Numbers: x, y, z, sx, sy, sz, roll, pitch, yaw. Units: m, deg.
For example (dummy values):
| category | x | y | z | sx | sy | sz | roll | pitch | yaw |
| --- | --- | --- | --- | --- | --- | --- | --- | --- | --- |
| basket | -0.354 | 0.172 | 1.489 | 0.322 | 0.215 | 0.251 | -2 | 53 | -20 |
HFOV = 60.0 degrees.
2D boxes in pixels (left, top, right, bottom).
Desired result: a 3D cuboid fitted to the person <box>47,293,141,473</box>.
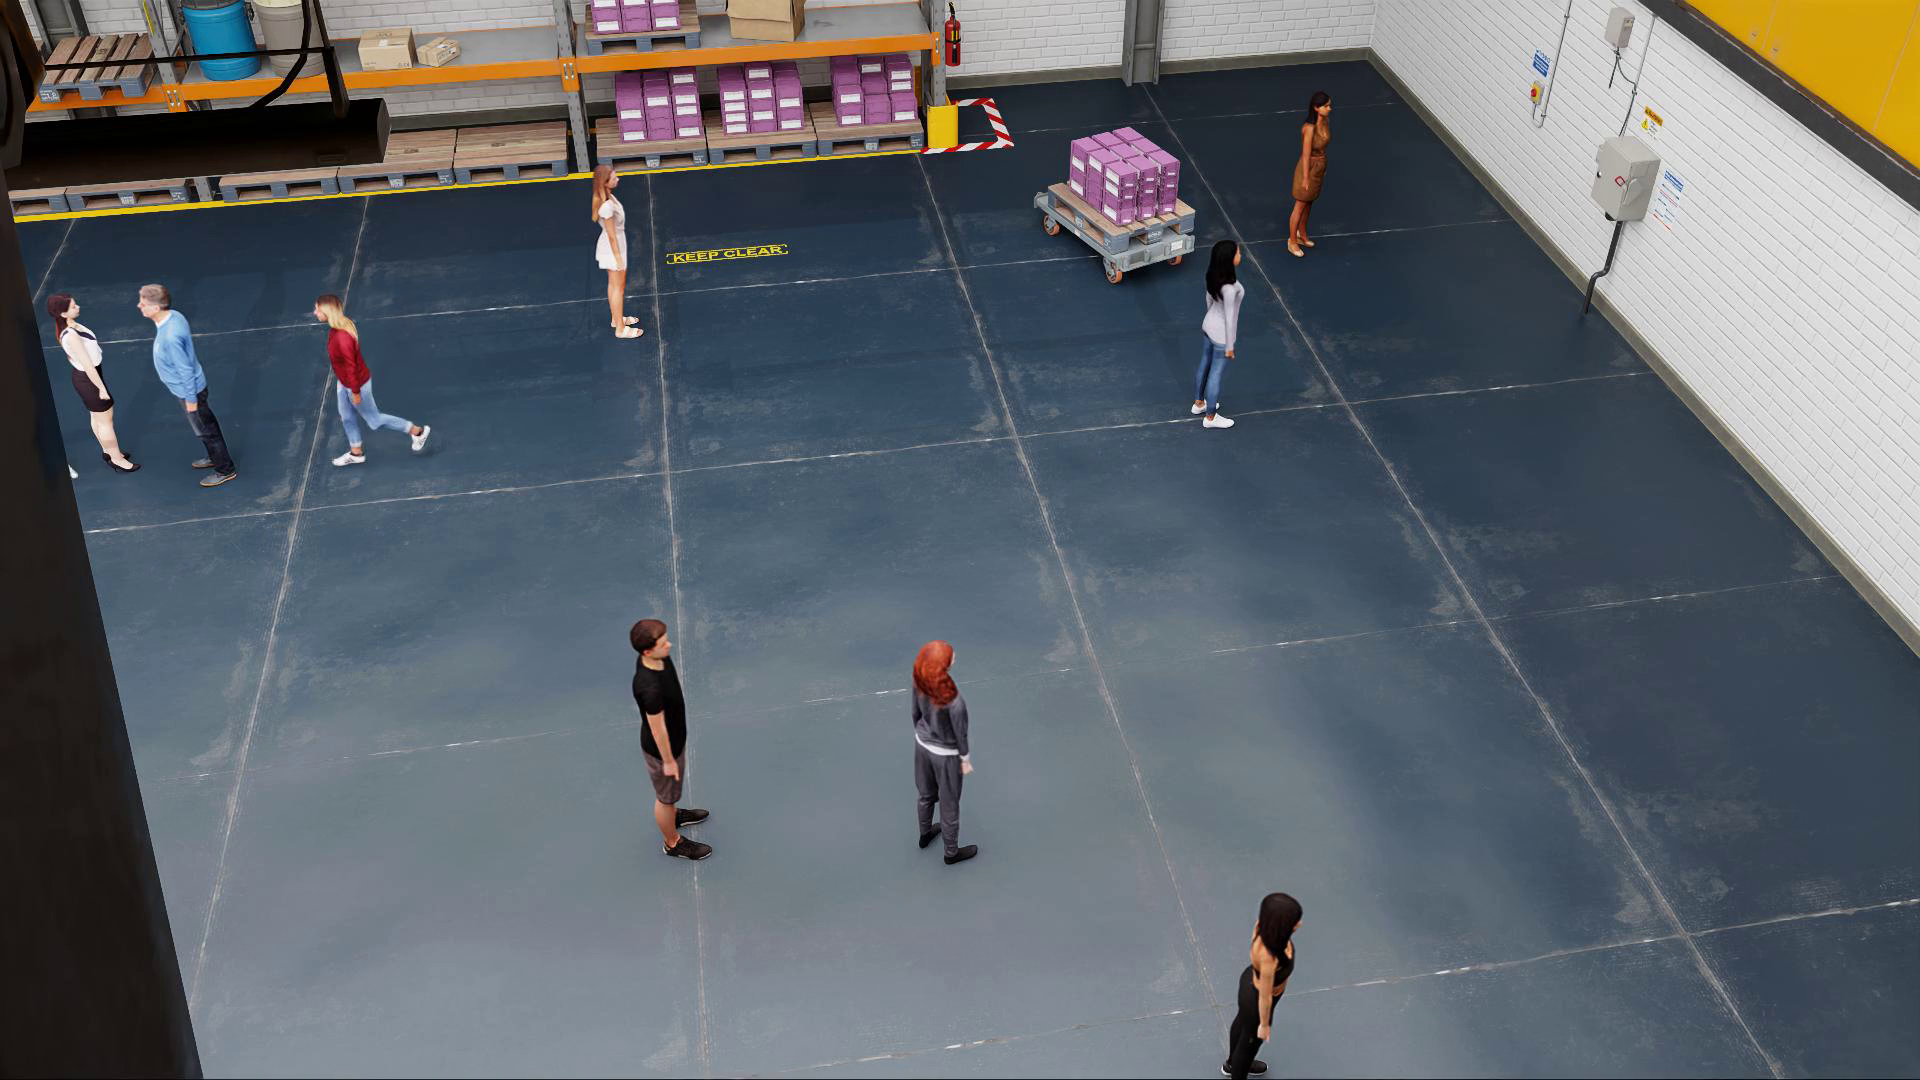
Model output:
| category | x | y | z | sx | sy | sz | roll | pitch | yaw |
| --- | --- | --- | --- | --- | --- | --- | --- | --- | --- |
| person | -7.105 | -1.283 | 13.598 | 0.651 | 1.649 | 0.635 | -26 | 45 | -29 |

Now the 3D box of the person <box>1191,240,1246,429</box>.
| category | x | y | z | sx | sy | sz | roll | pitch | yaw |
| --- | --- | --- | --- | --- | --- | --- | --- | --- | --- |
| person | 2.182 | -1.758 | 14.122 | 0.547 | 1.736 | 0.620 | -10 | 40 | -12 |

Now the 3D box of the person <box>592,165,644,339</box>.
| category | x | y | z | sx | sy | sz | roll | pitch | yaw |
| --- | --- | --- | --- | --- | --- | --- | --- | --- | --- |
| person | -3.193 | -2.670 | 15.296 | 0.566 | 1.696 | 0.588 | -10 | 40 | -13 |

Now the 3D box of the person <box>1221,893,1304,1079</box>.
| category | x | y | z | sx | sy | sz | roll | pitch | yaw |
| --- | --- | --- | --- | --- | --- | --- | --- | --- | --- |
| person | 1.604 | 2.446 | 8.932 | 0.590 | 1.643 | 0.608 | 5 | 39 | 7 |

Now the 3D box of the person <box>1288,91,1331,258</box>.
| category | x | y | z | sx | sy | sz | roll | pitch | yaw |
| --- | --- | --- | --- | --- | --- | --- | --- | --- | --- |
| person | 3.479 | -3.649 | 16.527 | 0.694 | 1.690 | 0.632 | 24 | 44 | 27 |

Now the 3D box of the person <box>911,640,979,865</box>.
| category | x | y | z | sx | sy | sz | roll | pitch | yaw |
| --- | --- | --- | --- | --- | --- | --- | --- | --- | --- |
| person | -0.126 | 1.303 | 10.255 | 0.679 | 1.779 | 0.659 | -31 | 48 | -33 |

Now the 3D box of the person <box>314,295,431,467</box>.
| category | x | y | z | sx | sy | sz | roll | pitch | yaw |
| --- | --- | --- | --- | --- | --- | --- | --- | --- | --- |
| person | -4.888 | -1.306 | 13.661 | 1.110 | 1.606 | 0.801 | -17 | 42 | -20 |

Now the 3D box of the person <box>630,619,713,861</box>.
| category | x | y | z | sx | sy | sz | roll | pitch | yaw |
| --- | --- | --- | --- | --- | --- | --- | --- | --- | --- |
| person | -1.842 | 1.208 | 10.308 | 0.577 | 1.861 | 0.681 | -5 | 39 | -6 |

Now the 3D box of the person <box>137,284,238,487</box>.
| category | x | y | z | sx | sy | sz | roll | pitch | yaw |
| --- | --- | --- | --- | --- | --- | --- | --- | --- | --- |
| person | -6.246 | -1.273 | 13.450 | 0.666 | 1.817 | 0.720 | -18 | 42 | -21 |
